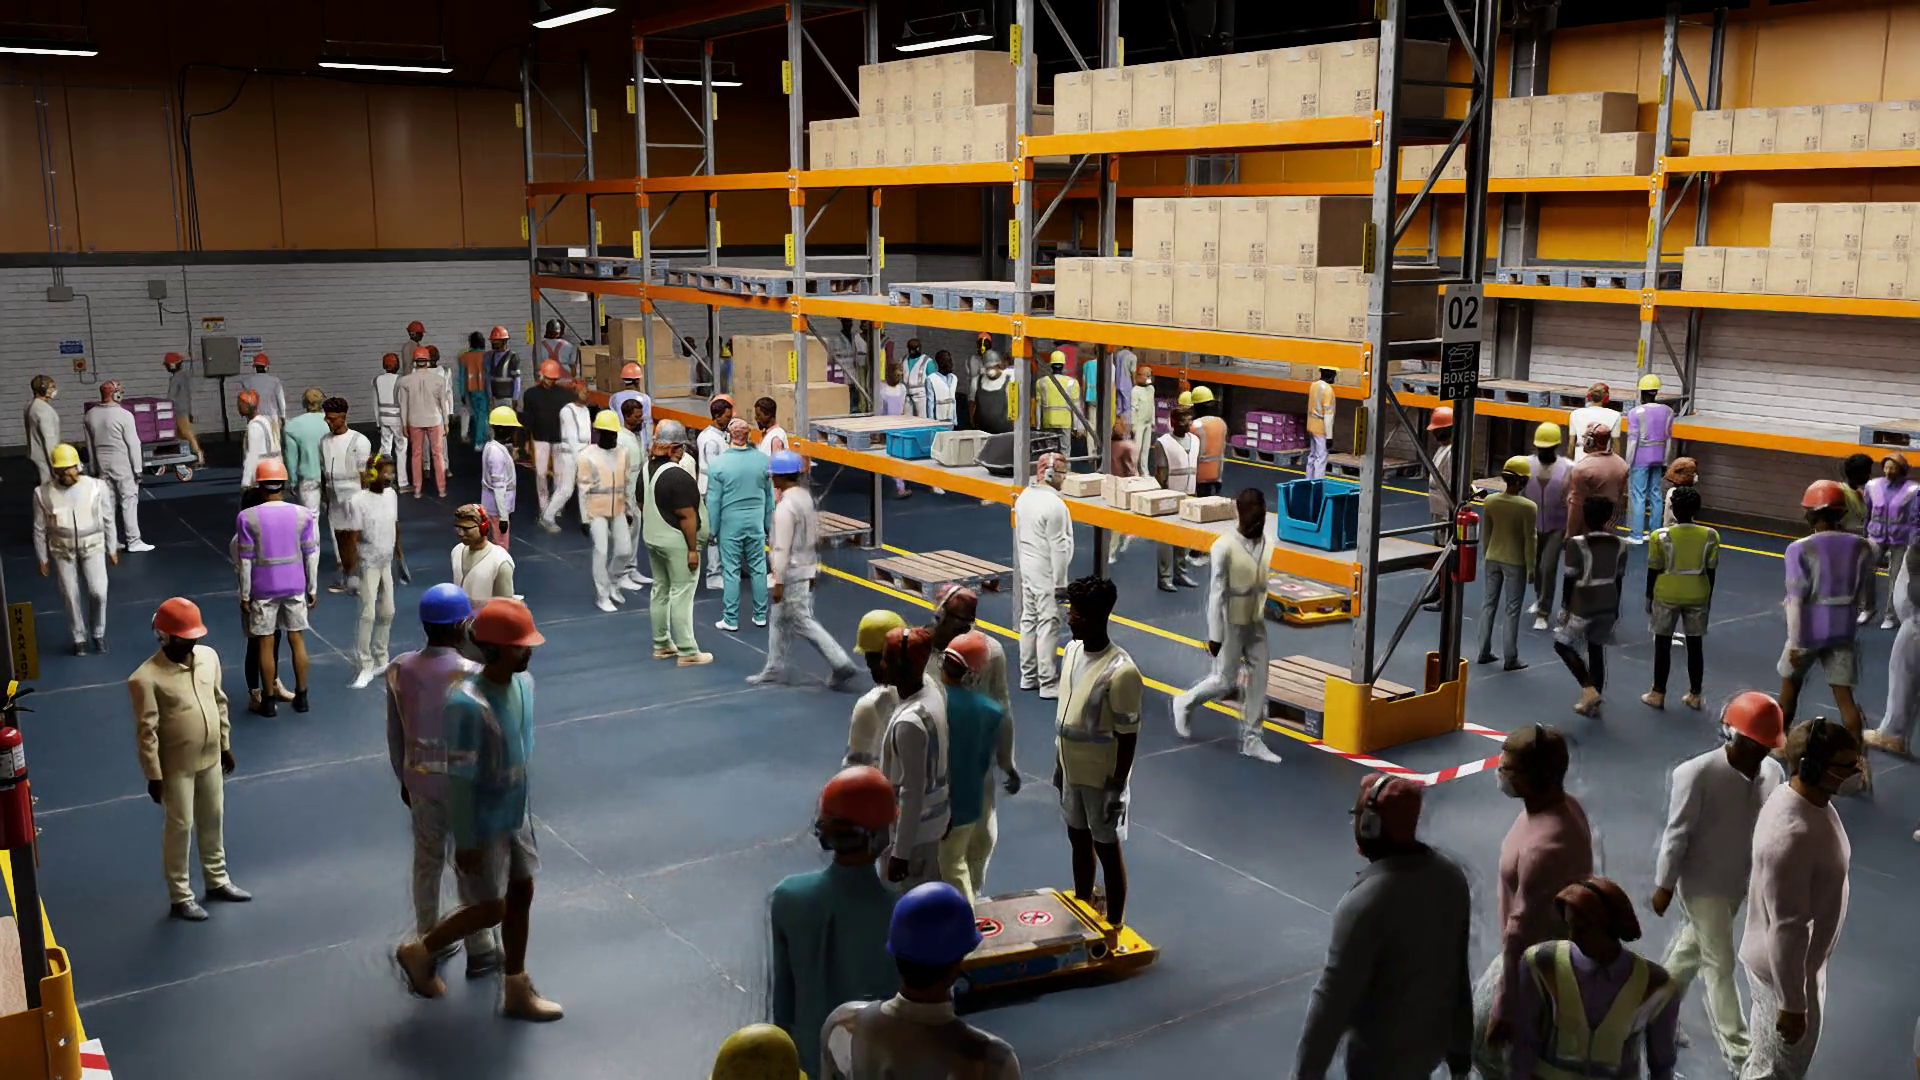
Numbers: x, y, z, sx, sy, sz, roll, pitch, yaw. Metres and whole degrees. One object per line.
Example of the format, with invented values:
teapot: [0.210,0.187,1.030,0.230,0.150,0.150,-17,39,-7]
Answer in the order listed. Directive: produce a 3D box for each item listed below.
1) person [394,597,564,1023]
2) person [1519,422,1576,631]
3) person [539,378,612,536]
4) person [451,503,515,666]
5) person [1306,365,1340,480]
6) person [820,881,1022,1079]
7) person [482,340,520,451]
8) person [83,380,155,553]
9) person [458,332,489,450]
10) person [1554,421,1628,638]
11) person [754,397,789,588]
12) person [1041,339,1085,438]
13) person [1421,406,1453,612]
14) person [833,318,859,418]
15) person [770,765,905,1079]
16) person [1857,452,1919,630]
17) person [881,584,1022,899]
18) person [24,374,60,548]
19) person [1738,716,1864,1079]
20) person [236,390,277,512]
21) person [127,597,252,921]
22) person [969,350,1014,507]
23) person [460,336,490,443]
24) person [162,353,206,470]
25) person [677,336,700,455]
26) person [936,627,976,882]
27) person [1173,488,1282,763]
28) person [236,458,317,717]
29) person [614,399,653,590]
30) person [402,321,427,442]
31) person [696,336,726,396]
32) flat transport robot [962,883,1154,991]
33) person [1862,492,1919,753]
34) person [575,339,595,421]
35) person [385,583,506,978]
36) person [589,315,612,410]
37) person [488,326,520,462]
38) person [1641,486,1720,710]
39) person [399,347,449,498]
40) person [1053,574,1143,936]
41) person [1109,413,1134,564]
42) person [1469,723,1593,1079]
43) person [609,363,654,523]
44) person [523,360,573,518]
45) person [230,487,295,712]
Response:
person: [-2.191,1.236,7.571,0.716,2.026,0.615,3,11,15]
person: [5.322,-0.157,15.063,0.601,1.888,0.733,8,14,35]
person: [-4.481,-0.959,19.265,0.903,1.849,0.555,4,12,19]
person: [-3.145,0.653,11.042,0.561,1.836,0.394,9,14,38]
person: [4.632,-1.389,21.261,0.383,1.923,0.588,-2,11,-8]
person: [-0.090,1.868,4.529,0.608,1.946,0.406,5,12,26]
person: [-7.257,-2.319,26.229,0.624,1.844,0.430,10,15,40]
person: [-9.259,-0.803,18.308,0.645,1.908,0.408,3,11,14]
person: [-7.634,-2.365,26.430,0.596,1.876,0.963,1,11,6]
person: [5.546,-0.085,14.666,0.655,1.914,0.404,-7,13,-33]
person: [-1.868,-0.479,16.664,0.412,1.907,0.596,-3,11,-15]
person: [1.749,-2.609,27.871,0.627,1.797,0.986,-7,13,-33]
person: [4.531,-0.292,15.621,0.362,1.934,0.543,1,11,3]
person: [-2.111,-3.170,30.327,0.544,1.939,0.634,7,13,30]
person: [-0.373,1.707,5.315,0.624,1.964,0.768,7,13,31]
person: [8.311,0.013,14.874,0.418,1.617,0.522,-11,15,-43]
person: [-0.057,1.137,8.437,0.743,1.882,0.463,-1,11,-6]
person: [-10.248,-0.888,18.659,0.369,1.938,0.630,-10,15,-43]
person: [3.037,1.576,6.052,0.372,1.940,0.631,6,13,29]
person: [-7.565,-0.662,17.691,0.673,1.866,0.604,-4,12,-17]
person: [-4.063,1.145,8.775,0.350,1.738,0.569,4,12,19]
person: [0.464,-1.434,21.192,0.817,2.000,0.823,3,11,16]
person: [-7.896,-2.477,27.210,0.610,1.777,0.880,6,12,27]
person: [-11.437,-1.864,24.209,0.777,1.714,0.567,-3,11,-16]
person: [-4.236,-2.242,25.853,0.342,1.840,0.504,7,13,32]
person: [-0.030,1.231,8.582,0.307,1.641,0.511,1,11,3]
person: [1.862,0.556,11.407,0.598,1.893,0.766,-9,14,-39]
person: [-5.067,0.352,12.359,0.554,1.923,0.391,-8,14,-36]
person: [-3.309,-0.460,16.565,0.396,1.907,0.595,2,11,9]
person: [-8.900,-2.588,27.245,0.412,1.985,0.615,1,11,6]
person: [-3.604,-2.045,24.511,0.369,1.965,0.609,10,15,41]
flat transport robot: [0.171,1.987,8.221,1.431,0.197,0.652,-4,12,-20]
person: [6.699,0.483,11.380,0.686,2.000,0.839,-6,13,-29]
person: [-6.138,-2.463,27.368,0.323,1.688,0.540,9,14,39]
person: [-2.485,1.167,8.115,0.618,1.945,0.394,4,12,21]
person: [-6.274,-2.995,29.382,0.607,1.962,0.373,7,13,32]
person: [-6.888,-2.190,25.055,0.605,2.044,0.374,7,13,30]
person: [5.413,0.439,12.508,0.533,1.694,0.320,1,11,3]
person: [-7.052,-1.548,21.924,0.620,1.985,0.408,-3,11,-15]
person: [0.651,1.133,8.247,0.367,1.966,0.606,-6,13,-28]
person: [1.675,-0.559,17.776,0.529,1.620,0.512,-8,14,-37]
person: [2.047,1.593,6.018,0.443,1.924,0.630,4,12,19]
person: [-3.940,-1.164,20.075,0.545,1.938,0.361,3,11,13]
person: [-4.987,-1.222,20.298,0.641,1.957,0.601,-4,12,-18]
person: [-5.223,0.439,12.489,0.315,1.695,0.541,2,11,10]
